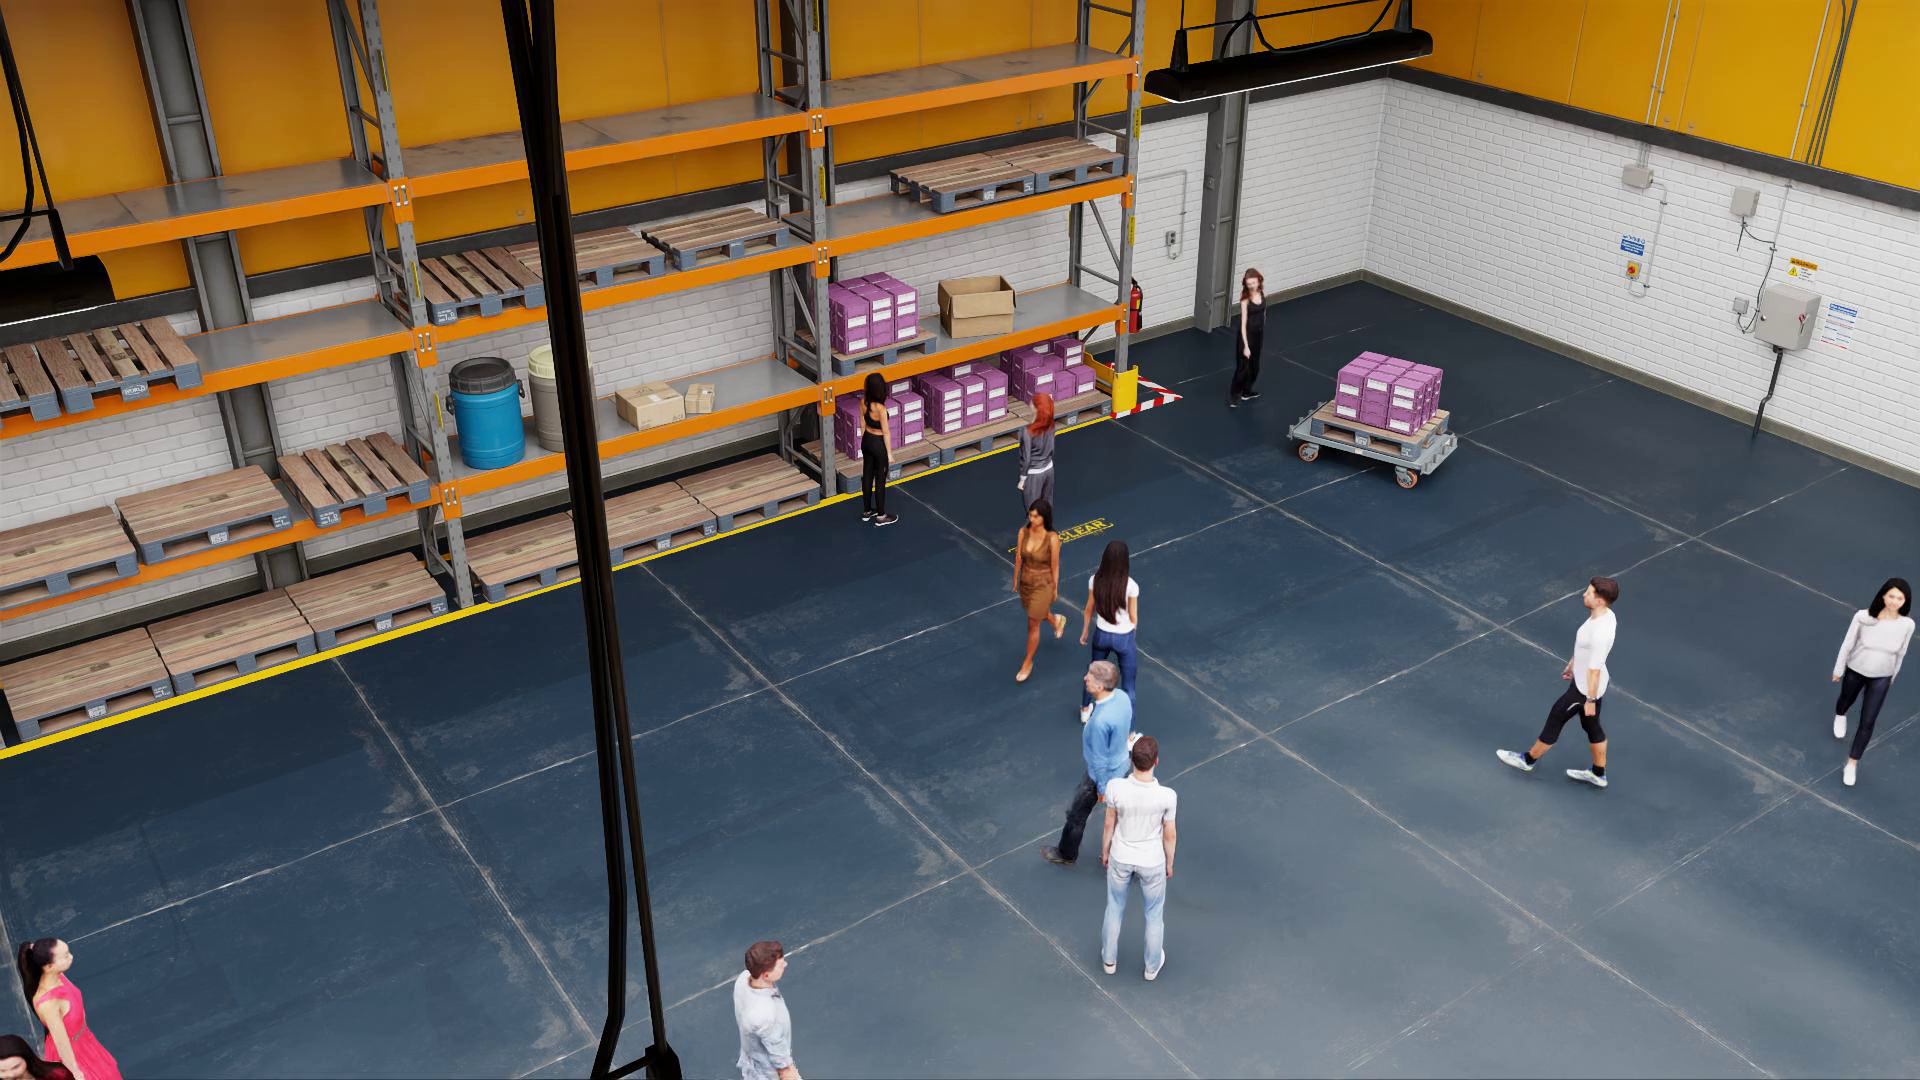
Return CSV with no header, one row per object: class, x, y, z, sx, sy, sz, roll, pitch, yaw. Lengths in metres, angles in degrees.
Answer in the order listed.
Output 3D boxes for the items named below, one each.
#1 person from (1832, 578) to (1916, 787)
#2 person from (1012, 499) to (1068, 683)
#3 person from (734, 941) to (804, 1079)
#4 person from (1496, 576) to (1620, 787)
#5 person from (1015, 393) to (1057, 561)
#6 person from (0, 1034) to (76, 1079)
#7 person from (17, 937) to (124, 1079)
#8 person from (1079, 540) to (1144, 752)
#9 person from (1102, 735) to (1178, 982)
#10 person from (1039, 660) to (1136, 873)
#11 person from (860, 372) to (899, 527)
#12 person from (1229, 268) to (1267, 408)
person,7.218,1.022,13.246,1.002,1.662,1.215,12,31,21
person,0.712,0.381,14.418,0.801,1.664,1.112,19,34,31
person,-1.193,3.016,9.418,0.992,1.827,0.847,-7,29,-13
person,4.947,1.141,12.861,1.084,1.821,1.149,13,31,22
person,0.751,-0.615,16.129,0.494,1.776,0.662,-24,37,-36
person,-4.918,3.317,8.943,0.567,1.754,0.742,-14,32,-24
person,-5.200,3.002,9.571,0.894,1.706,0.722,-11,31,-20
person,1.209,0.826,13.523,0.948,1.742,0.898,17,33,28
person,1.178,2.120,11.037,0.721,1.849,0.758,8,30,14
person,1.140,1.665,11.942,0.995,1.783,1.016,15,32,25
person,-0.866,-0.933,16.849,0.593,1.643,0.553,24,36,36
person,3.413,-2.411,19.476,0.826,1.723,0.523,17,33,28
